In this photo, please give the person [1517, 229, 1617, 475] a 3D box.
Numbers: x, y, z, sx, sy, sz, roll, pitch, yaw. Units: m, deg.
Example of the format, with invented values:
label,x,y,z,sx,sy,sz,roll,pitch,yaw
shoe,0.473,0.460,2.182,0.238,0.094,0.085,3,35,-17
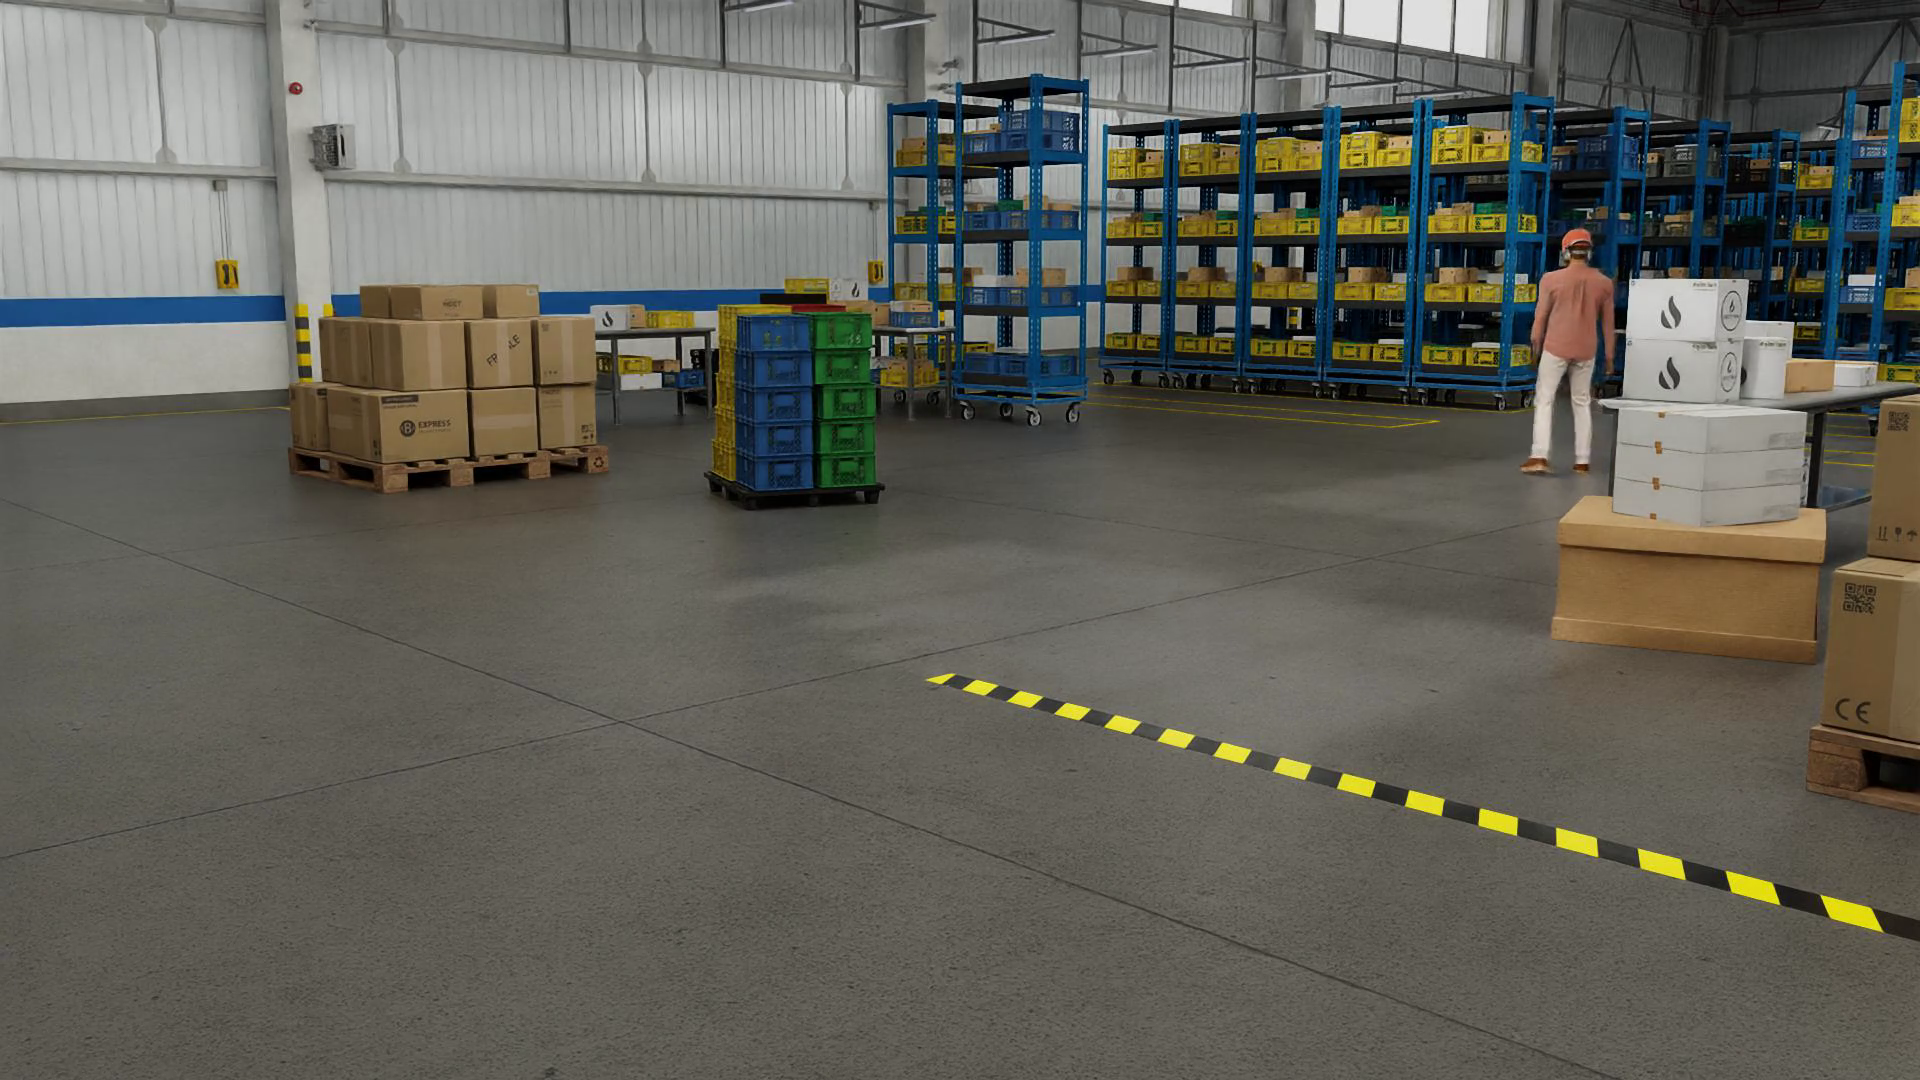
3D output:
label,x,y,z,sx,sy,sz,roll,pitch,yaw
person,4.845,-1.481,13.266,0.804,1.967,0.591,0,9,-2
